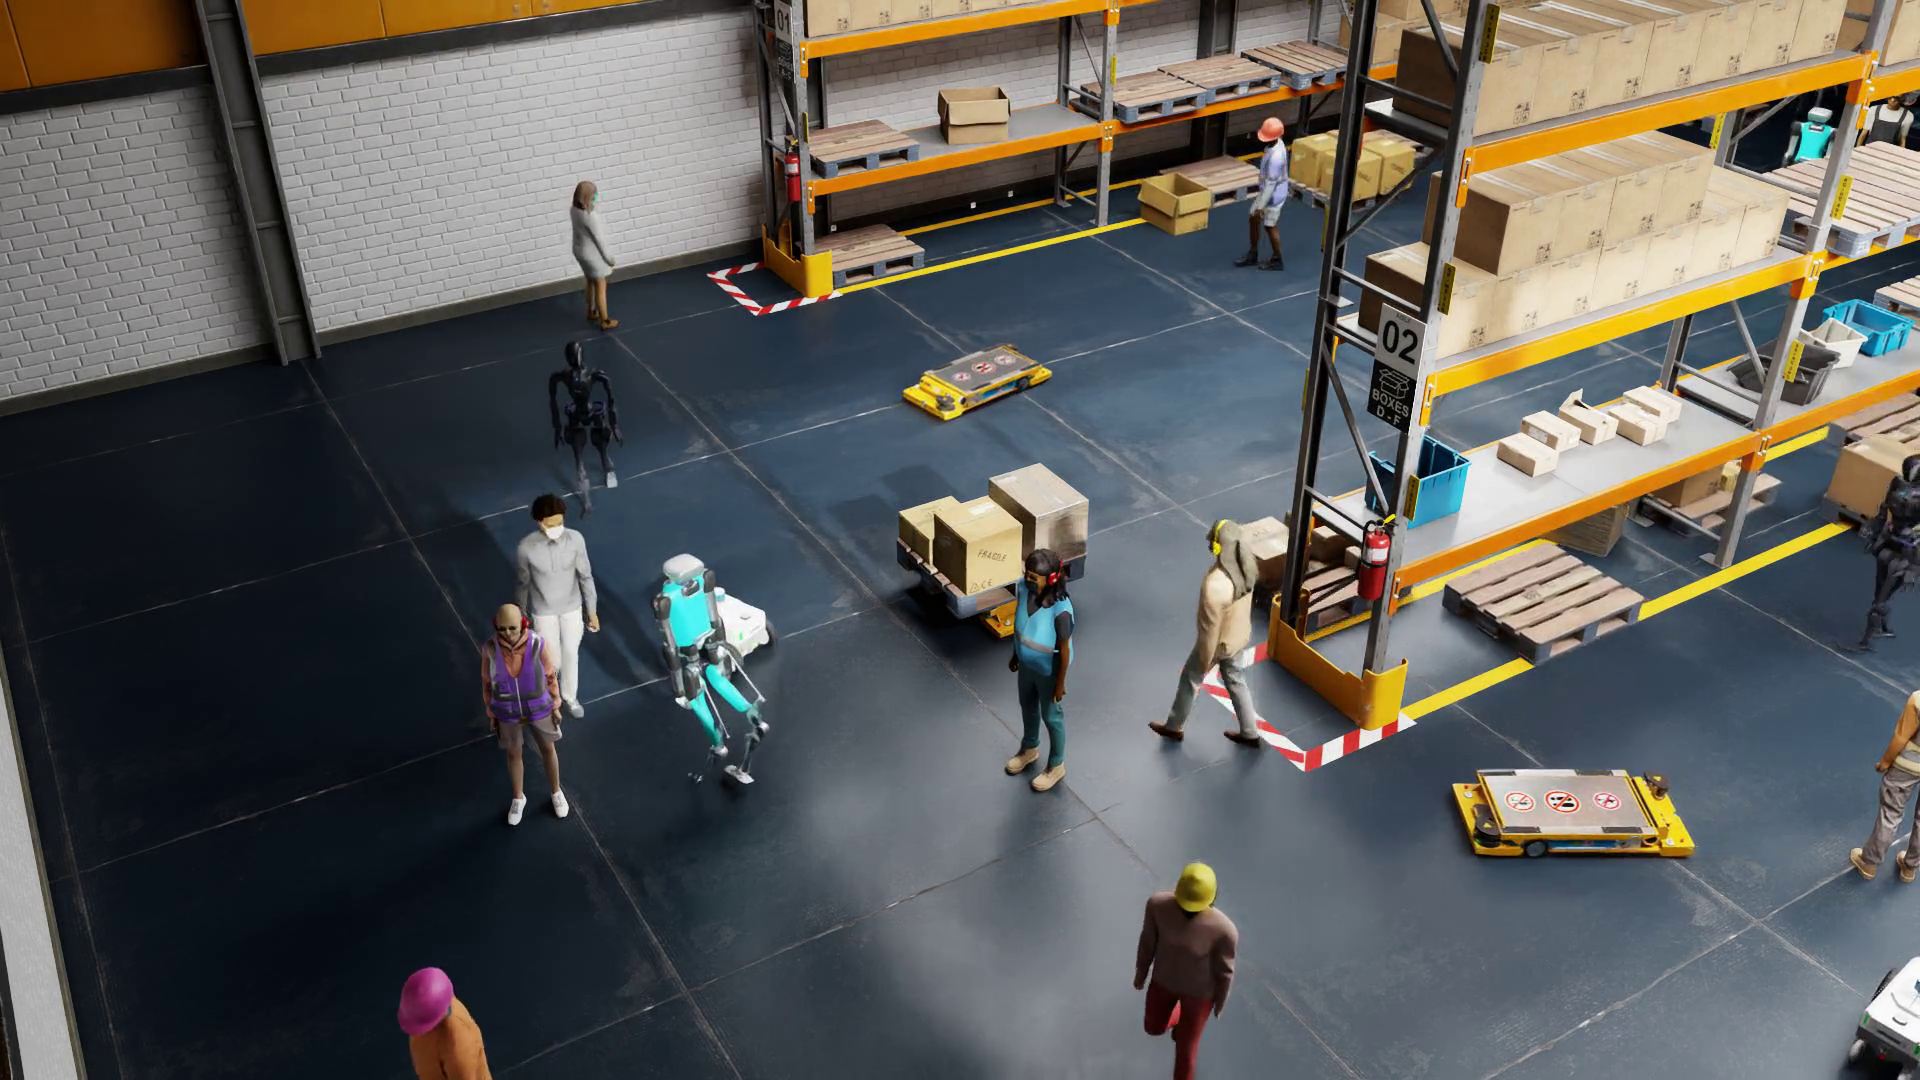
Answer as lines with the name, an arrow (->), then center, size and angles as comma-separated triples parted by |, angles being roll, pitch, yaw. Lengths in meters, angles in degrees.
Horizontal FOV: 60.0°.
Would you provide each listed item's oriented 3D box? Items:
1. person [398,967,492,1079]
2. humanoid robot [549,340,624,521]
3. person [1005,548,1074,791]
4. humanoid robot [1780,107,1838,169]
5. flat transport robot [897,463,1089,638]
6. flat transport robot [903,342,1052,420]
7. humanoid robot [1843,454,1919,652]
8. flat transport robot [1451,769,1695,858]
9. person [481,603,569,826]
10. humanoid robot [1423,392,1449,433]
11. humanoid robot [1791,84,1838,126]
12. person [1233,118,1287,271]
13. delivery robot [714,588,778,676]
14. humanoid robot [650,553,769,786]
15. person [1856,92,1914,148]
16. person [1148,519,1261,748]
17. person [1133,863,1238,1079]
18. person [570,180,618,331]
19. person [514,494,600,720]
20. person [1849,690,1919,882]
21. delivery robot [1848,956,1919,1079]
person -> -2.427, 2.745, 8.154 | 0.784, 1.943, 0.545 | -22, 38, -31
humanoid robot -> -3.233, -1.027, 14.439 | 0.609, 1.642, 0.746 | -2, 32, -3
person -> 0.551, 0.850, 11.238 | 0.389, 1.860, 0.505 | -23, 39, -32
humanoid robot -> 9.621, -4.037, 19.122 | 0.532, 1.755, 0.714 | 22, 38, 30
flat transport robot -> 0.222, 0.298, 13.608 | 0.659, 0.231, 1.431 | -18, 36, -26
flat transport robot -> 0.182, -1.599, 16.634 | 1.431, 0.231, 0.659 | -25, 40, -34
humanoid robot -> 7.112, 0.090, 12.630 | 0.508, 1.634, 0.612 | -3, 32, -5
flat transport robot -> 4.101, 1.834, 11.159 | 1.431, 0.231, 0.659 | 0, 32, 0
person -> -2.861, 1.129, 10.940 | 0.484, 1.694, 0.347 | -6, 33, -10
humanoid robot -> 4.459, -1.789, 15.588 | 0.657, 1.836, 0.530 | -17, 36, -25
humanoid robot -> 11.850, -6.380, 22.965 | 0.599, 1.642, 0.716 | 12, 34, 18
person -> 3.450, -3.890, 18.771 | 0.658, 1.875, 0.629 | -1, 32, -2
delivery robot -> -1.821, 0.638, 12.783 | 0.752, 0.580, 0.514 | 19, 37, 27
humanoid robot -> -1.592, 0.974, 11.168 | 0.852, 1.777, 0.554 | 21, 38, 30
person -> 10.933, -4.539, 19.839 | 0.512, 1.845, 0.337 | 18, 36, 26
person -> 1.813, 0.662, 11.565 | 0.800, 1.851, 0.607 | 24, 39, 32
person -> 1.228, 2.345, 8.949 | 0.532, 1.743, 0.615 | 18, 36, 26
person -> -3.883, -3.015, 17.583 | 0.382, 1.647, 0.501 | -21, 38, -30
person -> -2.863, 0.485, 11.796 | 0.551, 1.877, 0.477 | -17, 36, -25
person -> 6.020, 1.404, 10.423 | 0.470, 1.778, 0.318 | 6, 33, 9
delivery robot -> 5.443, 2.710, 9.489 | 0.781, 0.591, 0.499 | -24, 40, -33
